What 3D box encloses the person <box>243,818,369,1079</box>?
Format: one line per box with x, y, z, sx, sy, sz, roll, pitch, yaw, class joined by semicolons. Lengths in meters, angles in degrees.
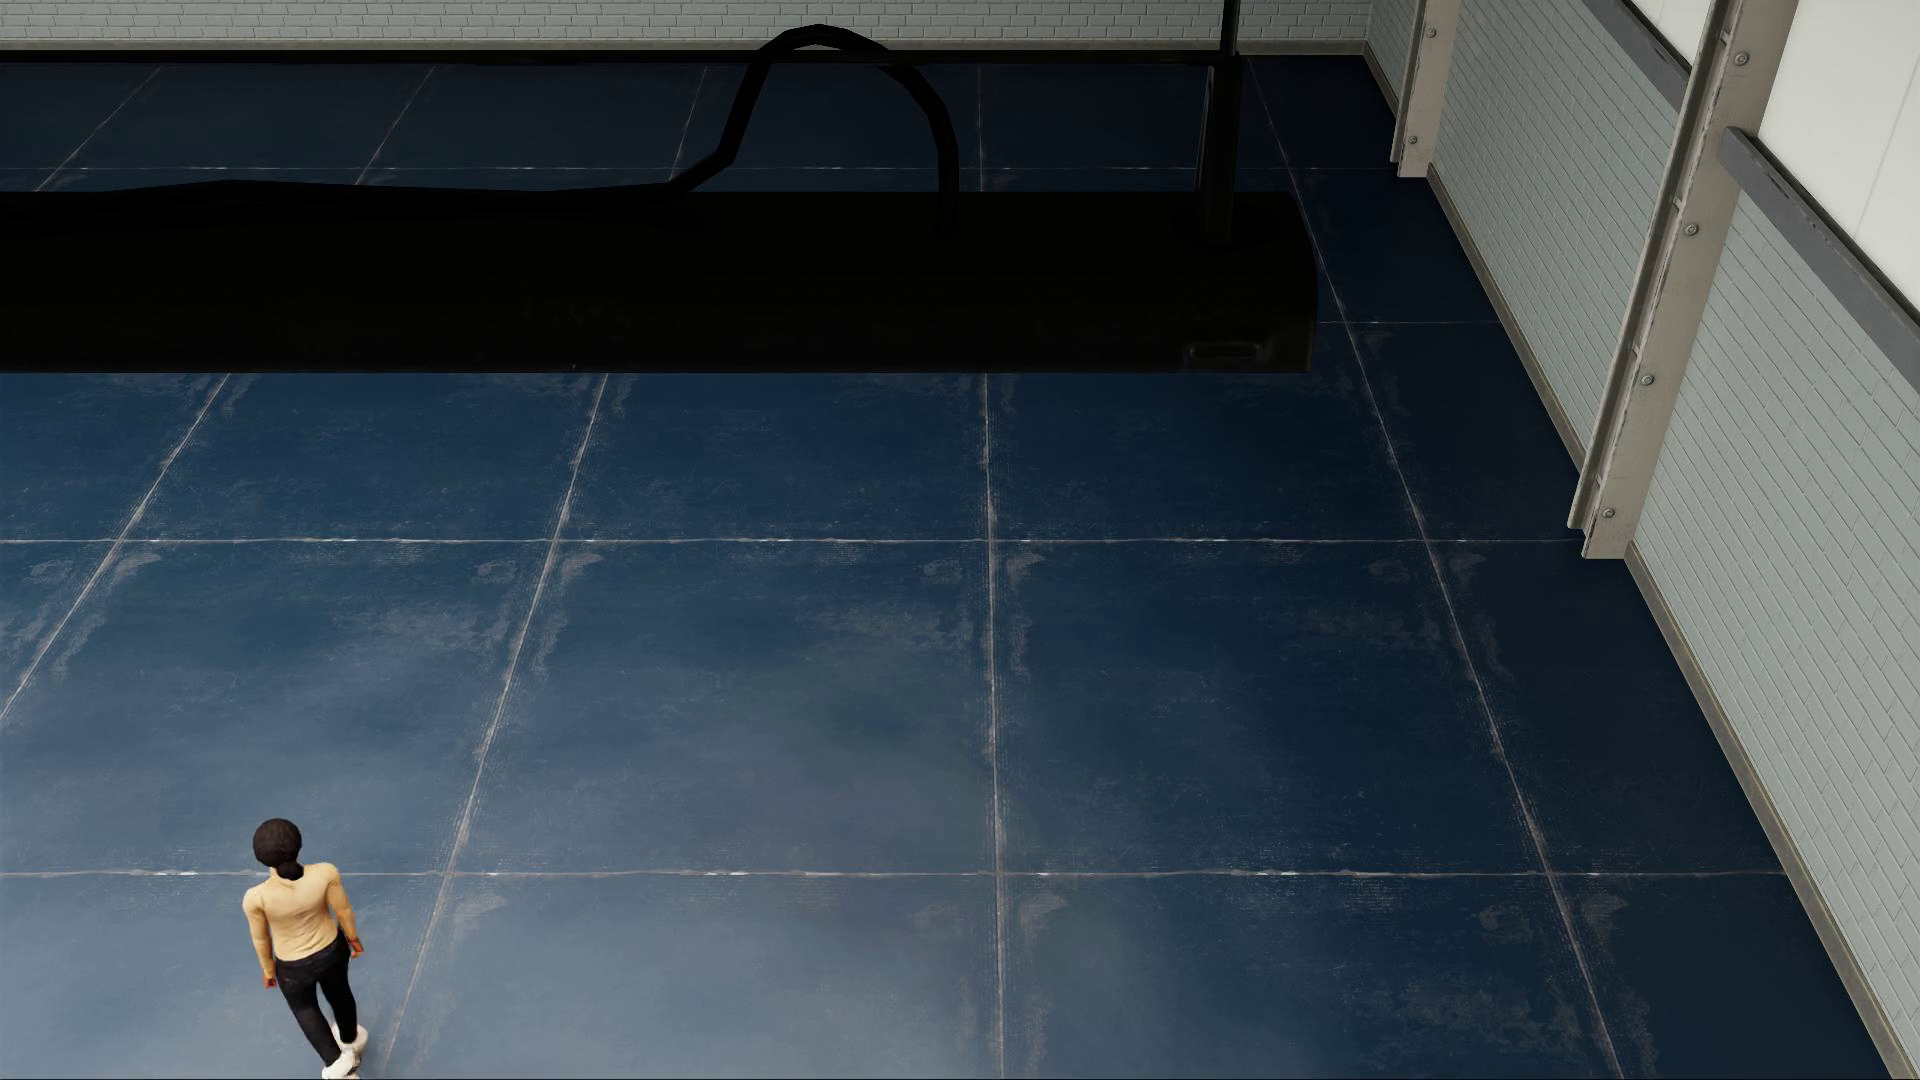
-2.914;1.939;7.535;0.869;1.647;0.973;-23;43;-27;person
